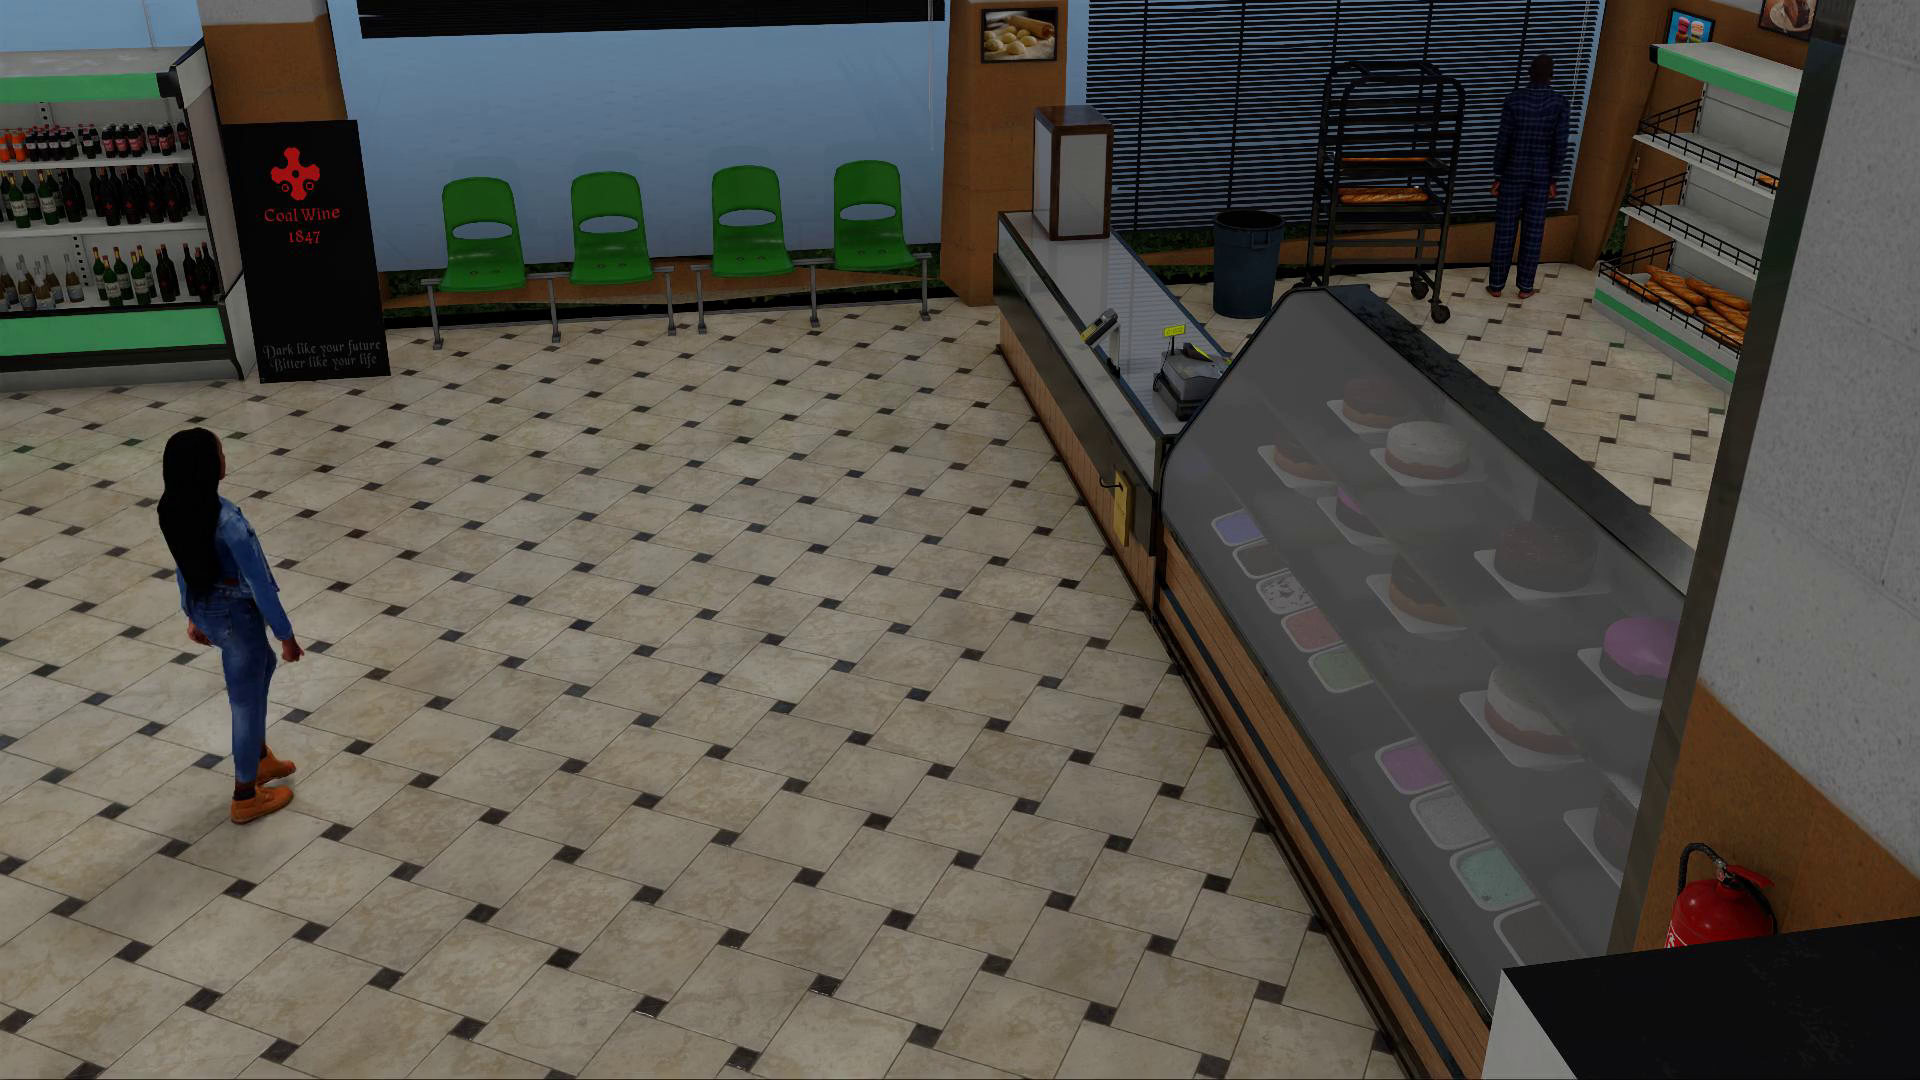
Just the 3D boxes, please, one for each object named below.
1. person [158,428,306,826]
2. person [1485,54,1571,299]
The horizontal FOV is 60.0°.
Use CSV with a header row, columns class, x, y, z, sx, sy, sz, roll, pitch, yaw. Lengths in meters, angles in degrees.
class,x,y,z,sx,sy,sz,roll,pitch,yaw
person,-2.927,0.389,6.496,0.766,1.701,0.830,16,31,29
person,4.253,-2.730,12.513,0.696,1.823,0.818,8,28,16
